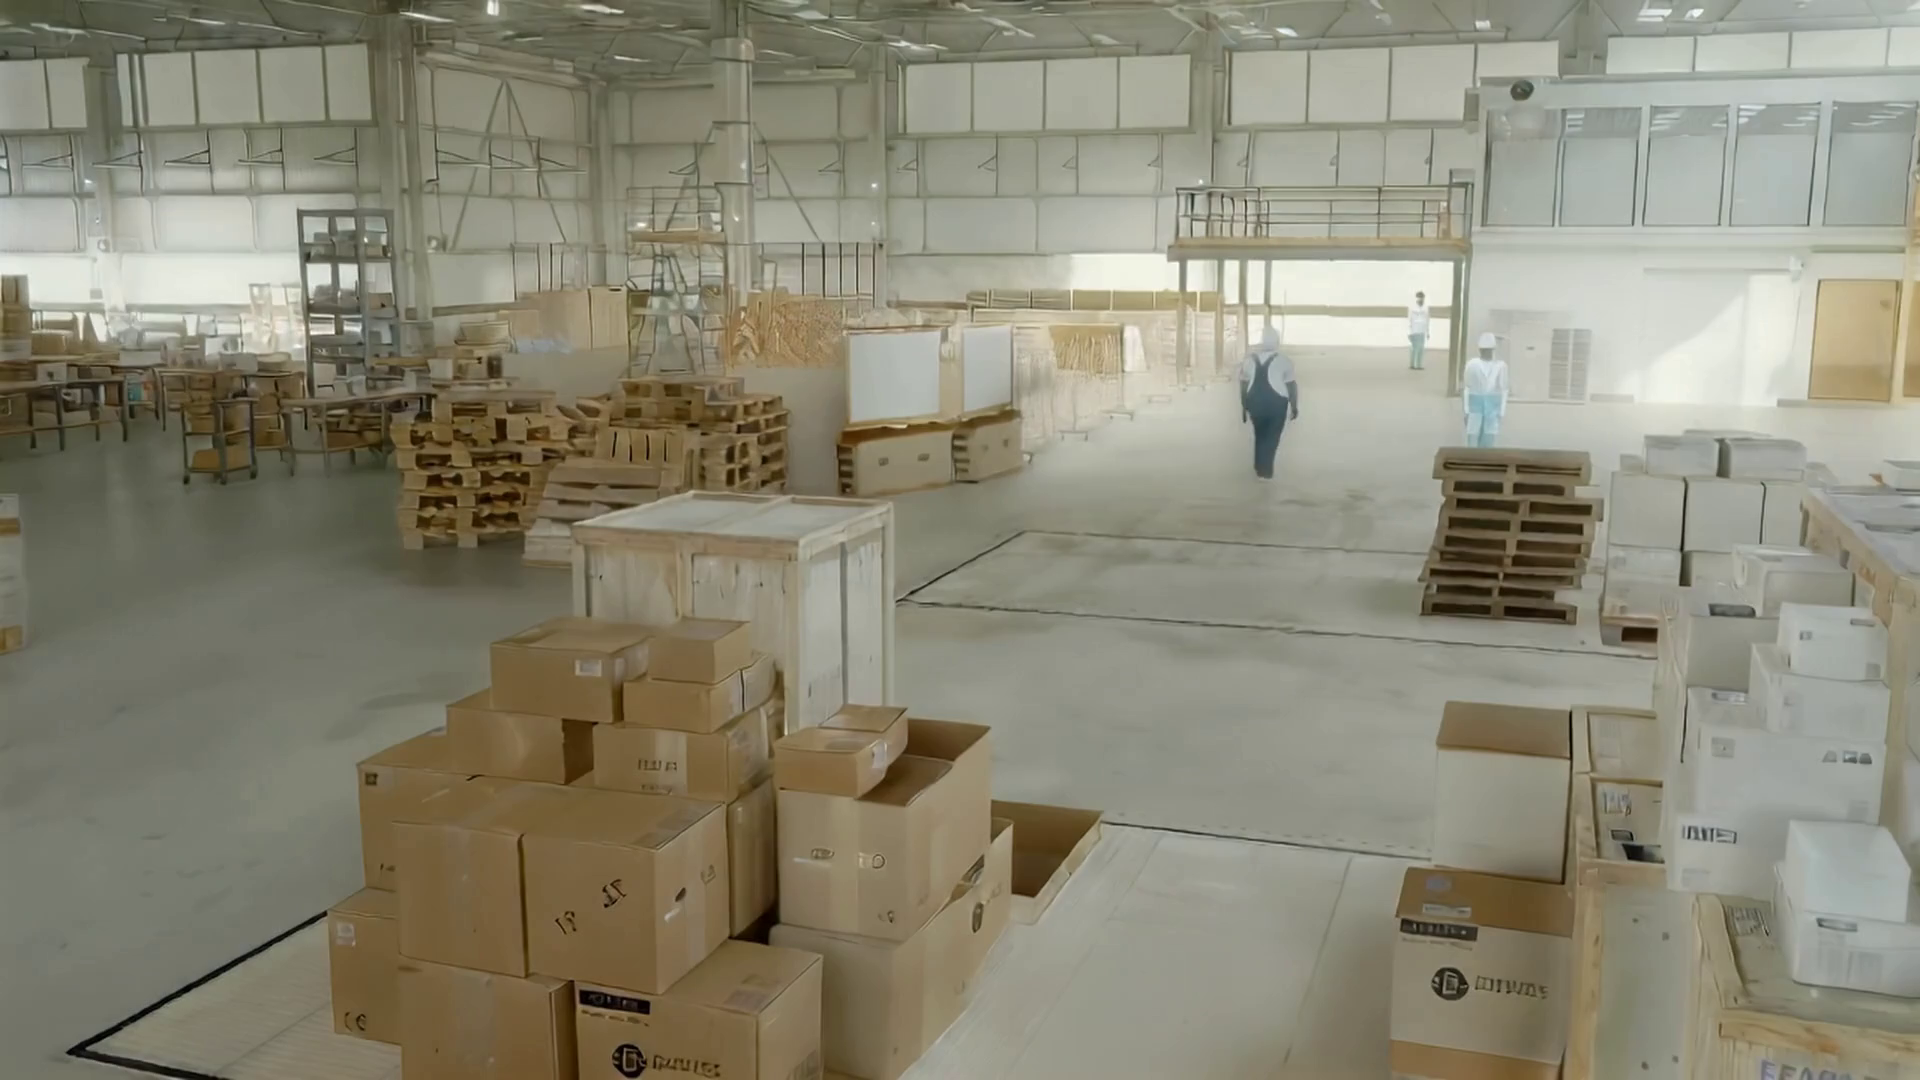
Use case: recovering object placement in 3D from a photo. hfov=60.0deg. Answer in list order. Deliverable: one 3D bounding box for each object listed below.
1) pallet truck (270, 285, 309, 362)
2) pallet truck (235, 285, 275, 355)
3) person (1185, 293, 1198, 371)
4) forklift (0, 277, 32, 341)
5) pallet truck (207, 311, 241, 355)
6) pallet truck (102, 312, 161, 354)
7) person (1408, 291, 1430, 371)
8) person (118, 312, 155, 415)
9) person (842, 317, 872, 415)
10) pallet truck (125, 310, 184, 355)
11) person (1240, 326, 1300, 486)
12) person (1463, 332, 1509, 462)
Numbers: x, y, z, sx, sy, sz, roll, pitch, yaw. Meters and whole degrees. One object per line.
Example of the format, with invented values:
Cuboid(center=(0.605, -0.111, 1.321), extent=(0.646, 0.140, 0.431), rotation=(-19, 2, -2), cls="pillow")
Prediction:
Cuboid(center=(-17.147, -5.700, 43.663), extent=(0.823, 1.965, 1.885), rotation=(3, 11, 17), cls="pallet truck")
Cuboid(center=(-18.327, -5.835, 44.421), extent=(0.823, 1.965, 1.885), rotation=(4, 11, 23), cls="pallet truck")
Cuboid(center=(5.521, -4.996, 40.016), extent=(0.342, 1.882, 0.579), rotation=(-3, 10, -15), cls="person")
Cuboid(center=(-27.151, -6.329, 46.328), extent=(1.157, 1.987, 2.680), rotation=(3, 11, 17), cls="forklift")
Cuboid(center=(-19.537, -5.575, 44.913), extent=(0.653, 1.274, 1.630), rotation=(3, 11, 19), cls="pallet truck")
Cuboid(center=(-23.057, -5.777, 46.261), extent=(0.680, 1.201, 1.601), rotation=(3, 11, 19), cls="pallet truck")
Cuboid(center=(11.068, -5.013, 40.018), extent=(0.623, 1.918, 0.408), rotation=(-4, 11, -21), cls="person")
Cuboid(center=(-14.803, -3.155, 29.805), extent=(0.524, 1.839, 0.835), rotation=(5, 11, 25), cls="person")
Cuboid(center=(-1.851, -3.103, 29.725), extent=(0.531, 1.754, 0.406), rotation=(6, 12, 31), cls="person")
Cuboid(center=(-22.038, -5.665, 45.457), extent=(0.704, 1.261, 1.522), rotation=(3, 11, 17), cls="pallet truck")
Cuboid(center=(3.973, -1.723, 21.143), extent=(0.693, 2.000, 0.745), rotation=(7, 12, 35), cls="person")
Cuboid(center=(6.636, -1.653, 21.035), extent=(0.547, 1.938, 0.377), rotation=(3, 10, 14), cls="person")
